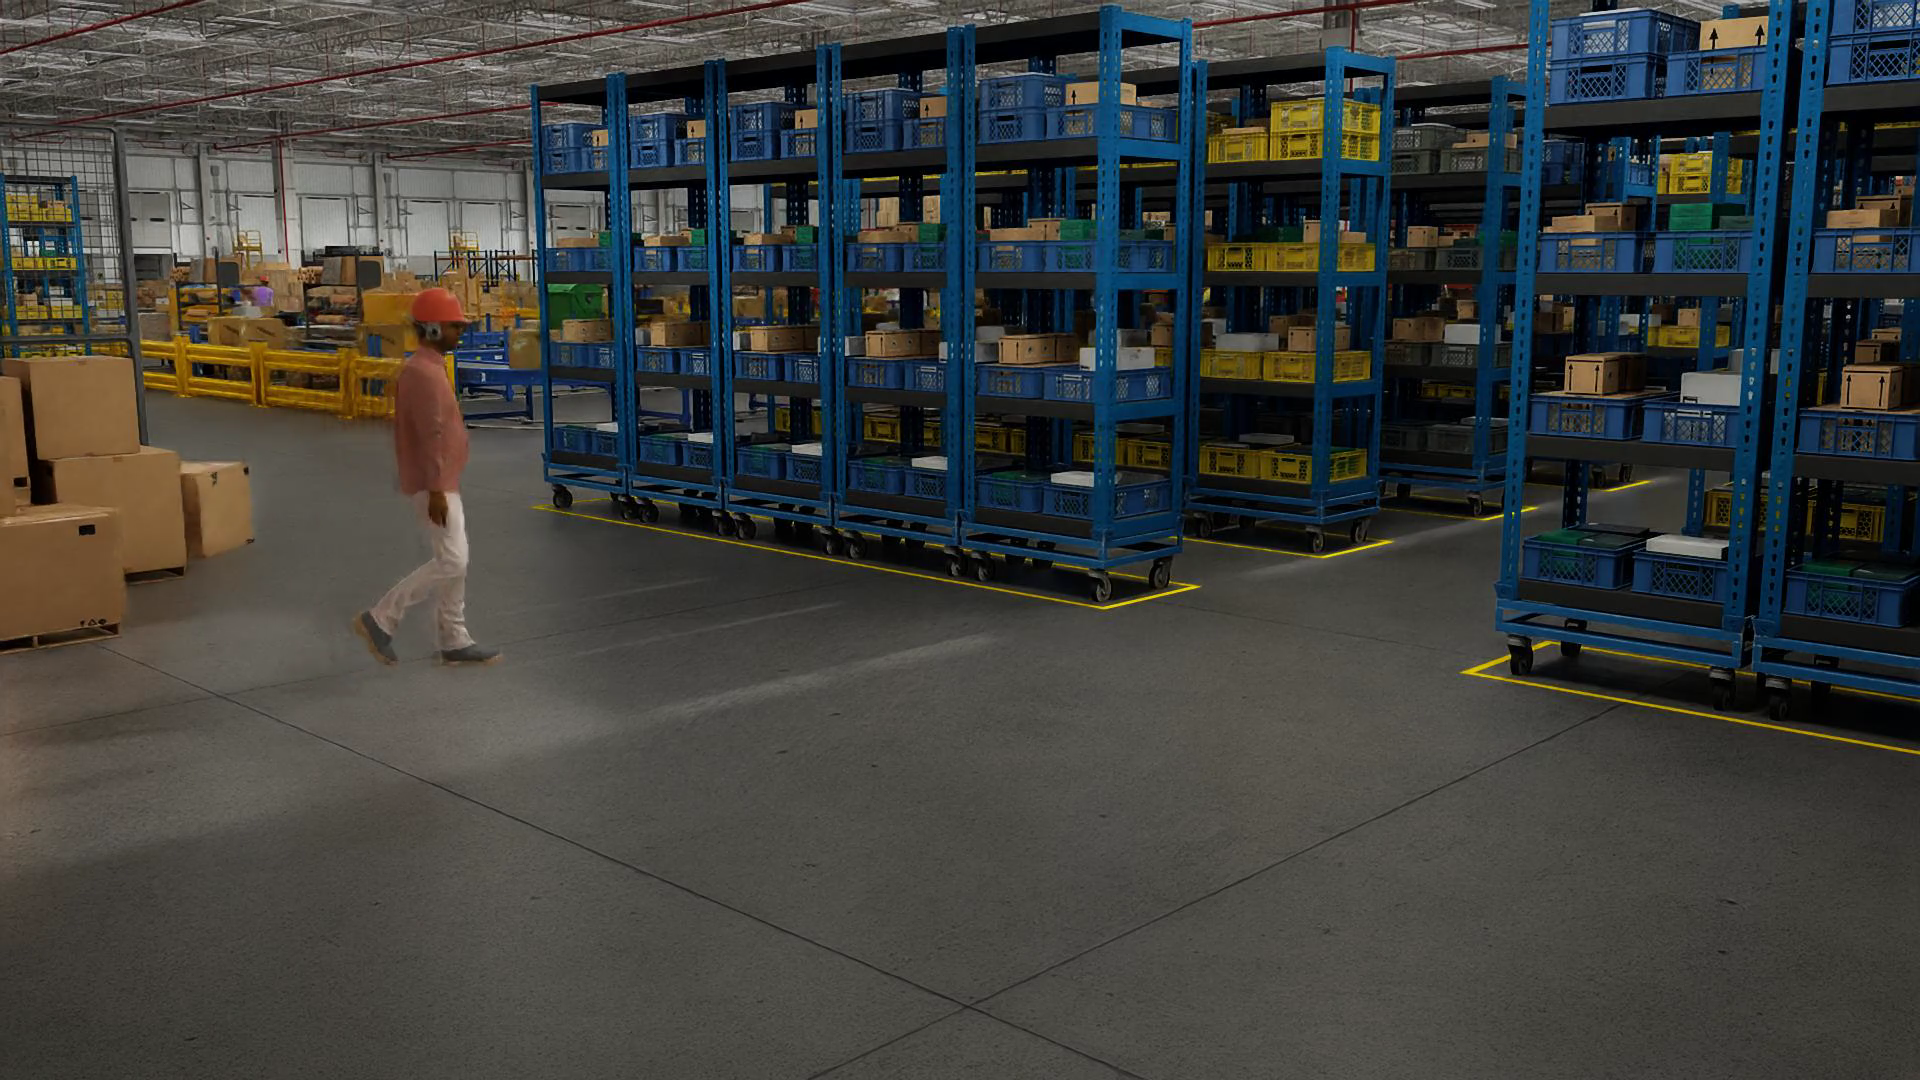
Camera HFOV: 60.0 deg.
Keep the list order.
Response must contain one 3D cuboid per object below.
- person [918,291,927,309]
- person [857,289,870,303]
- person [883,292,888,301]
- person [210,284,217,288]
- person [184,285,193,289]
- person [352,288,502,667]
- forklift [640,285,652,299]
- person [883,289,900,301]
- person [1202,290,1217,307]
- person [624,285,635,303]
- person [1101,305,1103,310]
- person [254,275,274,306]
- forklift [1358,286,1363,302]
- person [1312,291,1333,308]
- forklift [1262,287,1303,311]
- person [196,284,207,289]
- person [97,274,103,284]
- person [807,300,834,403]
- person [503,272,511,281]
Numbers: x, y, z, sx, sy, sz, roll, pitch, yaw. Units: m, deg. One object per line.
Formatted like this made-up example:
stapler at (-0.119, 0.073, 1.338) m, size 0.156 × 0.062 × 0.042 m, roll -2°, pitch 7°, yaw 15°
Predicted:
person at (-1.032, -5.627, 41.698) m, size 0.403 × 1.820 × 0.601 m, roll -4°, pitch 10°, yaw -25°
person at (-3.442, -8.454, 59.726) m, size 0.545 × 1.589 × 0.859 m, roll -6°, pitch 11°, yaw -34°
person at (-2.603, -8.714, 61.045) m, size 0.630 × 1.676 × 0.538 m, roll 2°, pitch 9°, yaw 10°
person at (-32.042, -10.566, 71.760) m, size 0.613 × 1.901 × 1.012 m, roll -1°, pitch 9°, yaw -3°
person at (-26.940, -8.346, 58.054) m, size 0.622 × 1.921 × 0.550 m, roll -5°, pitch 10°, yaw -27°
person at (-2.736, -0.292, 8.494) m, size 0.619 × 1.978 × 0.629 m, roll -2°, pitch 10°, yaw -14°
forklift at (-15.844, -13.196, 84.850) m, size 1.873 × 2.768 × 1.129 m, roll 9°, pitch 13°, yaw 43°
person at (-2.360, -8.408, 58.239) m, size 0.629 × 1.993 × 1.038 m, roll -7°, pitch 11°, yaw -35°
person at (3.470, -2.571, 23.071) m, size 0.594 × 1.790 × 0.934 m, roll 2°, pitch 9°, yaw 12°
person at (-12.509, -9.074, 62.523) m, size 0.590 × 1.919 × 0.395 m, roll -1°, pitch 9°, yaw -4°
person at (2.129, -2.532, 22.148) m, size 1.008 × 1.993 × 0.638 m, roll -2°, pitch 10°, yaw -14°
person at (-19.202, -6.353, 45.885) m, size 0.546 × 1.906 × 0.835 m, roll -1°, pitch 9°, yaw -7°
forklift at (11.100, -7.017, 46.970) m, size 1.873 × 2.768 × 1.129 m, roll 9°, pitch 13°, yaw 43°
person at (5.434, -2.922, 25.033) m, size 0.373 × 1.841 × 0.570 m, roll -2°, pitch 9°, yaw -9°
forklift at (10.769, -8.203, 54.240) m, size 1.129 × 2.768 × 1.873 m, roll 8°, pitch 12°, yaw 42°
person at (-21.548, -6.574, 47.167) m, size 1.040 × 1.952 × 0.624 m, roll -3°, pitch 10°, yaw -16°
person at (-41.650, -11.956, 80.451) m, size 0.826 × 1.844 × 0.523 m, roll -3°, pitch 10°, yaw -19°
person at (-1.762, -2.339, 21.826) m, size 0.898 × 1.726 × 0.529 m, roll -6°, pitch 11°, yaw -34°
person at (-25.476, -14.099, 93.407) m, size 0.616 × 1.890 × 0.522 m, roll 1°, pitch 9°, yaw 5°
